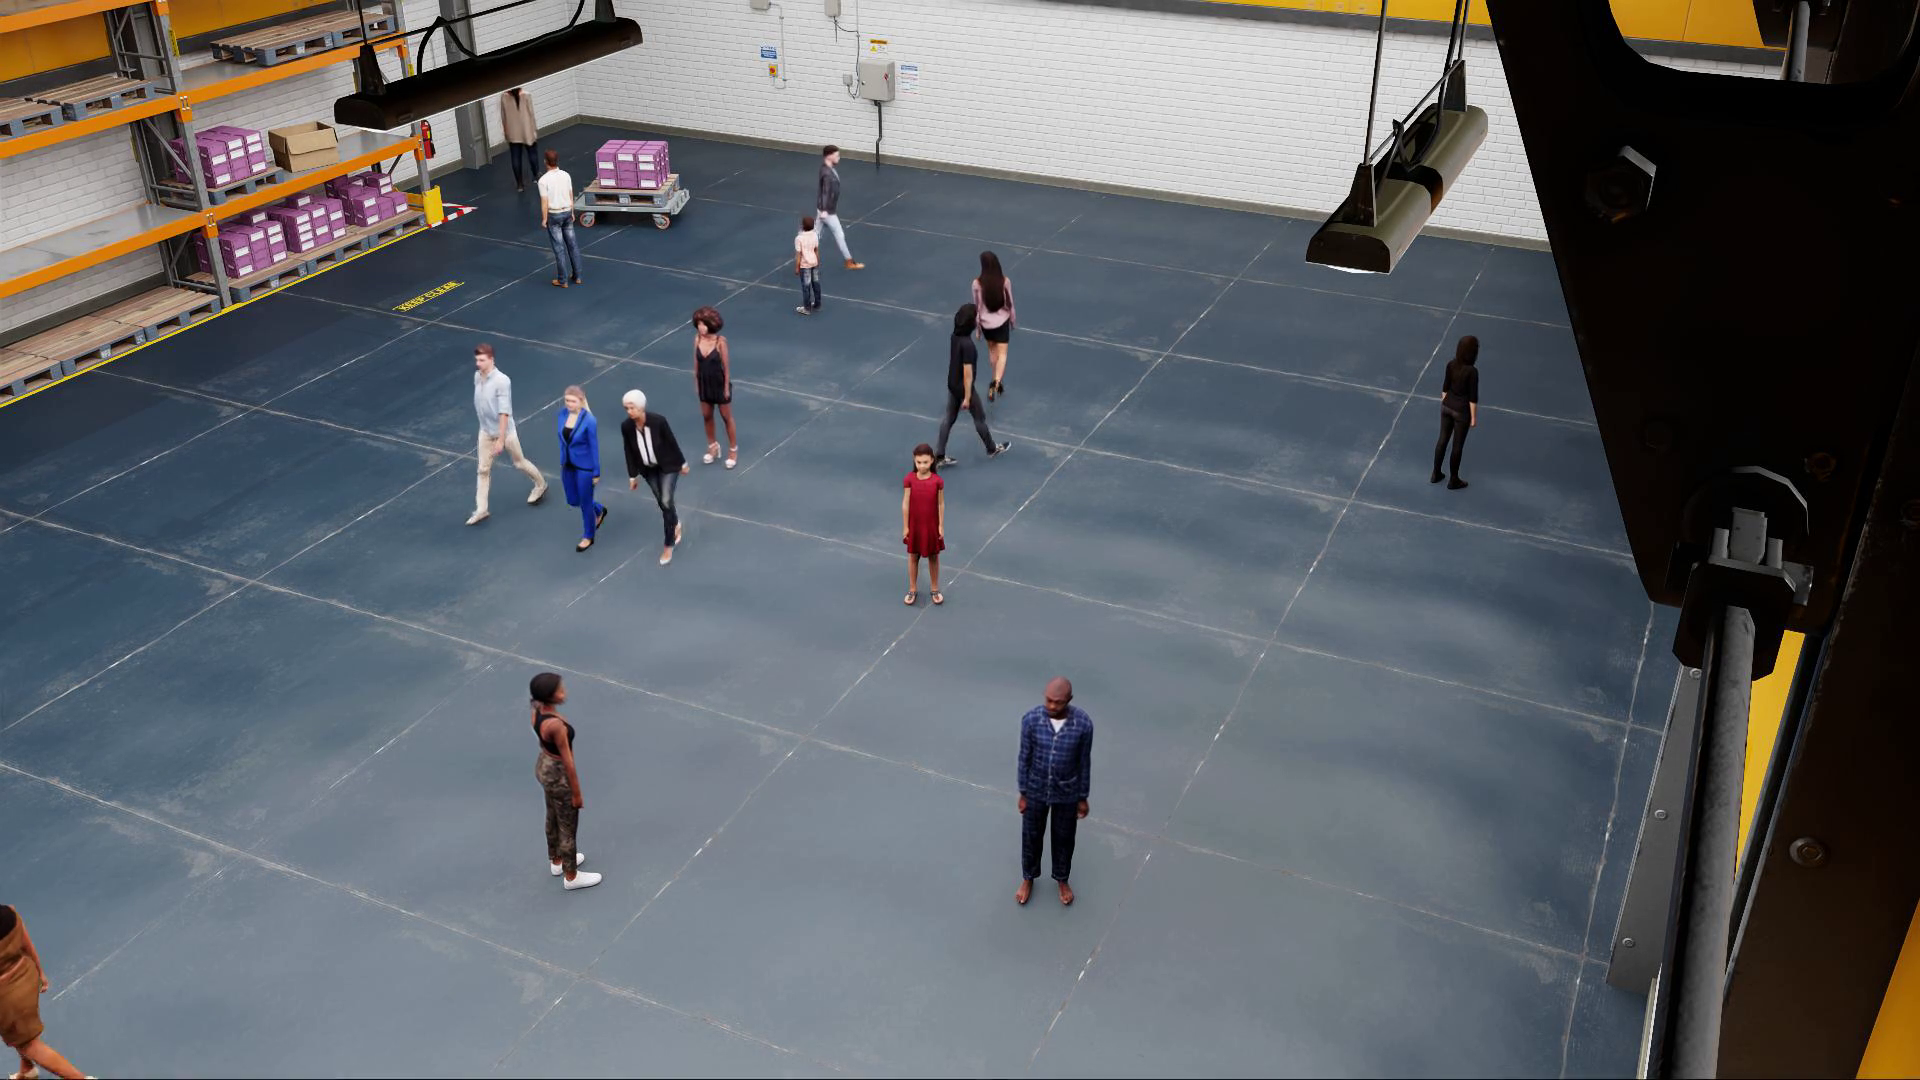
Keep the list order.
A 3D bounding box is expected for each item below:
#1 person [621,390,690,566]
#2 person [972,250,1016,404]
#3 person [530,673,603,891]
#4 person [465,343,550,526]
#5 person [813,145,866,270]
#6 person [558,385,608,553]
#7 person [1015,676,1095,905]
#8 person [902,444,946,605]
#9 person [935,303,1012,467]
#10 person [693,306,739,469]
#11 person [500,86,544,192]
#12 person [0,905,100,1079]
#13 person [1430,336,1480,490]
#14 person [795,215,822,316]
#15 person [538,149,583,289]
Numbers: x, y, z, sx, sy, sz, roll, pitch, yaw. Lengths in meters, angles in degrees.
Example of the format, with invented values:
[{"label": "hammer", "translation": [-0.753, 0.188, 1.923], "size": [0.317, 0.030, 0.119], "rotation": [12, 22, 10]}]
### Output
[{"label": "person", "translation": [-2.766, -0.678, 15.690], "size": [0.847, 1.730, 1.001], "rotation": [6, 29, 10]}, {"label": "person", "translation": [0.388, -2.345, 18.773], "size": [0.845, 1.775, 1.113], "rotation": [4, 29, 8]}, {"label": "person", "translation": [-2.781, 1.652, 11.524], "size": [0.666, 1.699, 0.658], "rotation": [-19, 34, -31]}, {"label": "person", "translation": [-4.478, -1.094, 16.444], "size": [0.714, 1.810, 1.206], "rotation": [18, 33, 29]}, {"label": "person", "translation": [-1.888, -4.478, 22.666], "size": [1.209, 1.791, 1.229], "rotation": [-6, 29, -11]}, {"label": "person", "translation": [-3.562, -0.723, 15.896], "size": [0.627, 1.682, 0.739], "rotation": [14, 32, 24]}, {"label": "person", "translation": [0.627, 1.676, 11.356], "size": [0.741, 1.819, 0.733], "rotation": [2, 29, 4]}, {"label": "person", "translation": [-0.326, -0.161, 15.000], "size": [0.654, 1.554, 0.715], "rotation": [-1, 29, -2]}, {"label": "person", "translation": [-0.055, -1.589, 17.365], "size": [1.200, 1.797, 1.078], "rotation": [-14, 32, -24]}, {"label": "person", "translation": [-2.566, -1.605, 17.405], "size": [0.570, 1.785, 0.557], "rotation": [10, 30, 17]}, {"label": "person", "translation": [-6.948, -6.419, 26.150], "size": [0.965, 1.863, 1.116], "rotation": [-1, 29, -2]}, {"label": "person", "translation": [-5.455, 2.677, 9.686], "size": [0.778, 1.660, 1.030], "rotation": [5, 29, 10]}, {"label": "person", "translation": [5.085, -1.319, 17.031], "size": [0.649, 1.642, 0.651], "rotation": [-20, 34, -32]}, {"label": "person", "translation": [-1.959, -3.567, 21.502], "size": [0.547, 1.306, 0.642], "rotation": [-20, 35, -32]}, {"label": "person", "translation": [-5.367, -4.323, 22.315], "size": [0.641, 1.856, 0.798], "rotation": [-25, 37, -38]}]
